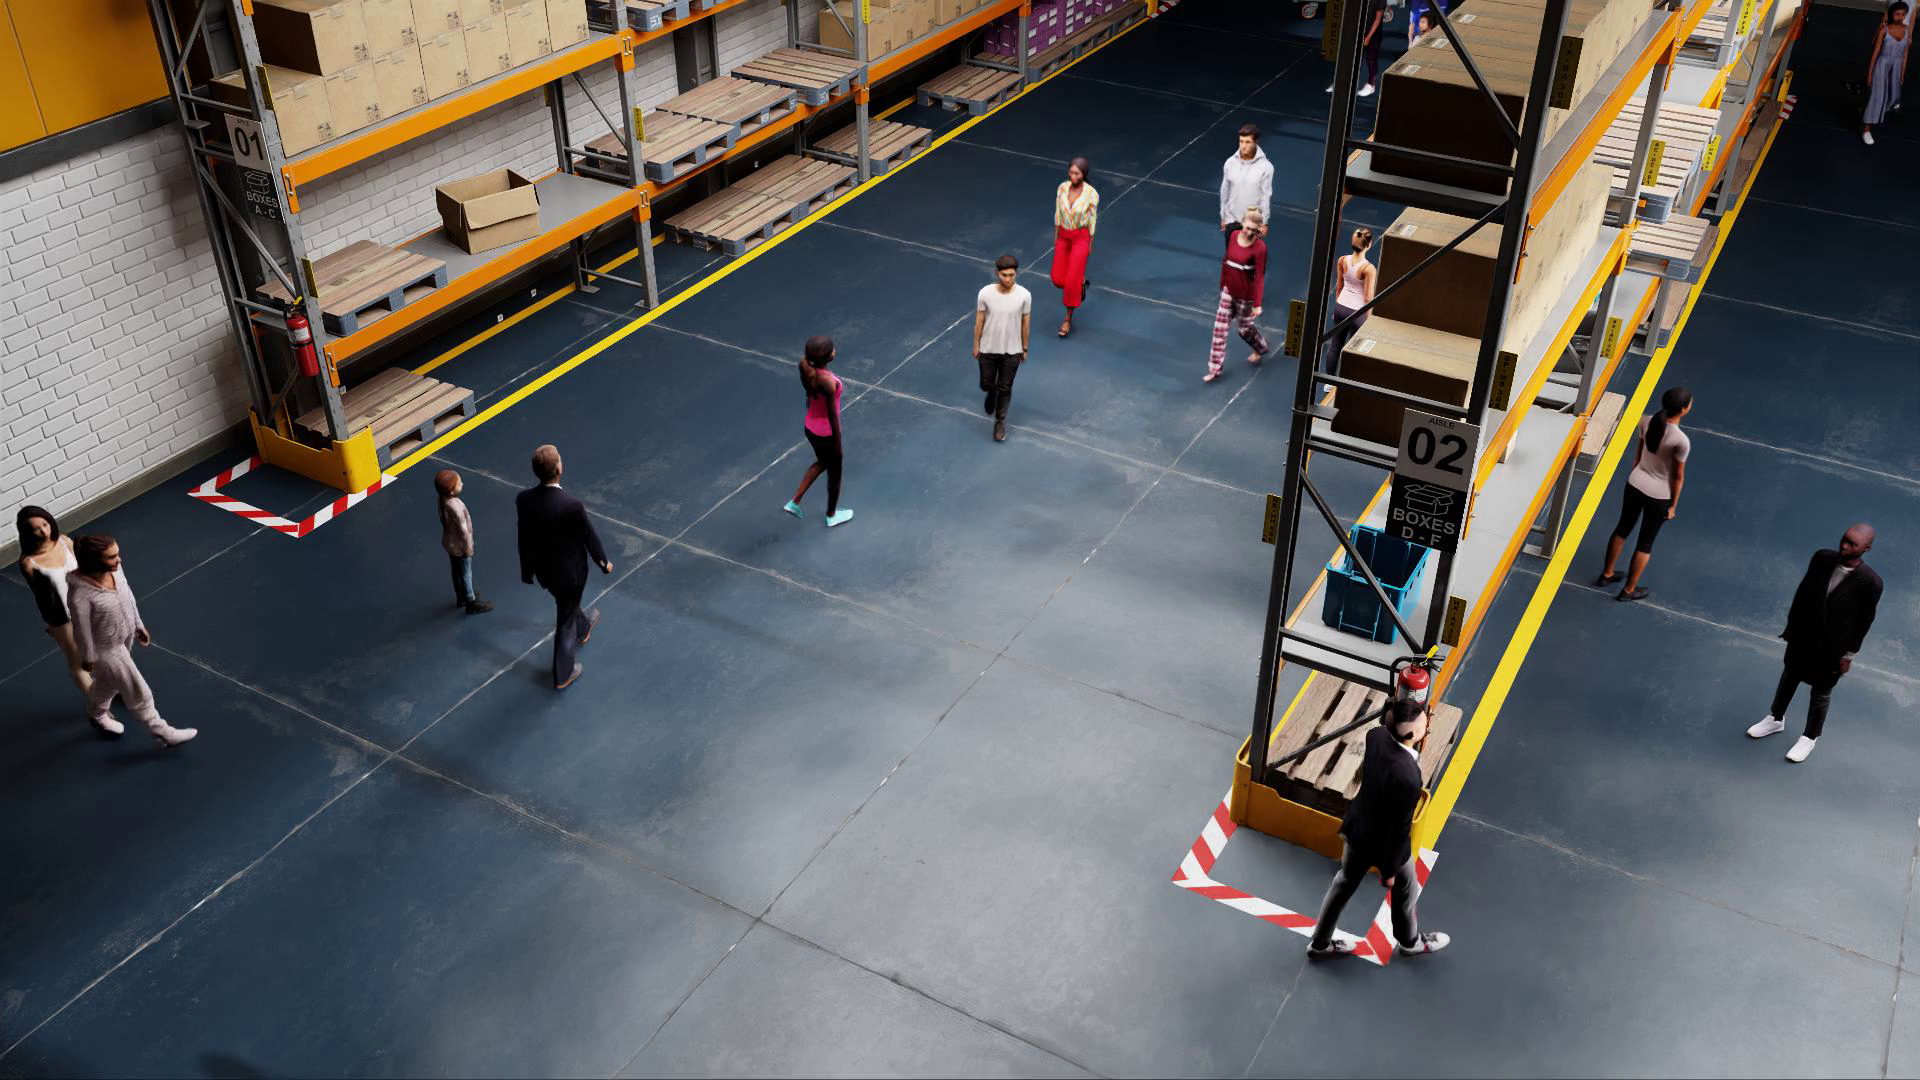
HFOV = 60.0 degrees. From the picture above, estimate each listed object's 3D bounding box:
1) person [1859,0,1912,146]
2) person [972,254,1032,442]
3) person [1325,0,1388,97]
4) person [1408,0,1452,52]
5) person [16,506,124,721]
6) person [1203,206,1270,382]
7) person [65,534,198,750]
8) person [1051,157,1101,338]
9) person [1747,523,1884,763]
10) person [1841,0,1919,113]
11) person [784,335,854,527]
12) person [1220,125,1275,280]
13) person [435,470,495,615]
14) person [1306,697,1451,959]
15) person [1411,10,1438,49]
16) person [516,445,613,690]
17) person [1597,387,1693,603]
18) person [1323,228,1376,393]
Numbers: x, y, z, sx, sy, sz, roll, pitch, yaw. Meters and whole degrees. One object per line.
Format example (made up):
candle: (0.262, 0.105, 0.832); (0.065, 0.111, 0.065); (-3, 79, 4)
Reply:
person: (11.422, -5.808, 20.583); (0.859, 1.680, 0.995); (-3, 34, -4)
person: (0.361, -1.717, 14.405); (0.844, 1.705, 0.937); (3, 34, 5)
person: (5.406, -6.657, 21.806); (1.101, 1.740, 0.854); (-23, 40, -31)
person: (5.994, -6.376, 21.326); (0.842, 1.804, 0.849); (-7, 34, -11)
person: (-5.986, 0.470, 11.161); (0.622, 1.655, 0.563); (-2, 34, -4)
person: (2.637, -2.275, 15.281); (1.110, 1.665, 0.866); (-26, 41, -33)
person: (-5.648, 0.670, 10.876); (0.990, 1.637, 1.078); (4, 34, 7)
person: (1.125, -2.856, 16.054); (0.635, 1.777, 0.925); (14, 36, 20)
person: (5.615, 0.640, 10.809); (0.711, 1.762, 0.728); (-20, 39, -27)
person: (12.071, -6.389, 21.328); (1.190, 1.822, 1.076); (-18, 37, -24)
person: (-1.147, -0.816, 13.045); (0.913, 1.710, 0.767); (-21, 39, -28)
person: (2.837, -3.198, 16.456); (0.834, 1.901, 1.155); (11, 35, 15)
person: (-3.712, 0.001, 12.282); (0.559, 1.194, 0.544); (-23, 40, -31)
person: (2.212, 1.635, 9.169); (1.177, 1.920, 1.132); (-7, 34, -10)
person: (5.815, -5.830, 20.755); (1.088, 1.525, 0.946); (-13, 36, -19)
person: (-2.785, 0.228, 11.406); (0.772, 1.786, 1.065); (13, 36, 19)
person: (5.088, -0.349, 12.312); (0.693, 1.744, 0.677); (-17, 37, -24)
person: (3.511, -2.039, 14.937); (0.629, 1.652, 0.620); (-25, 41, -32)
